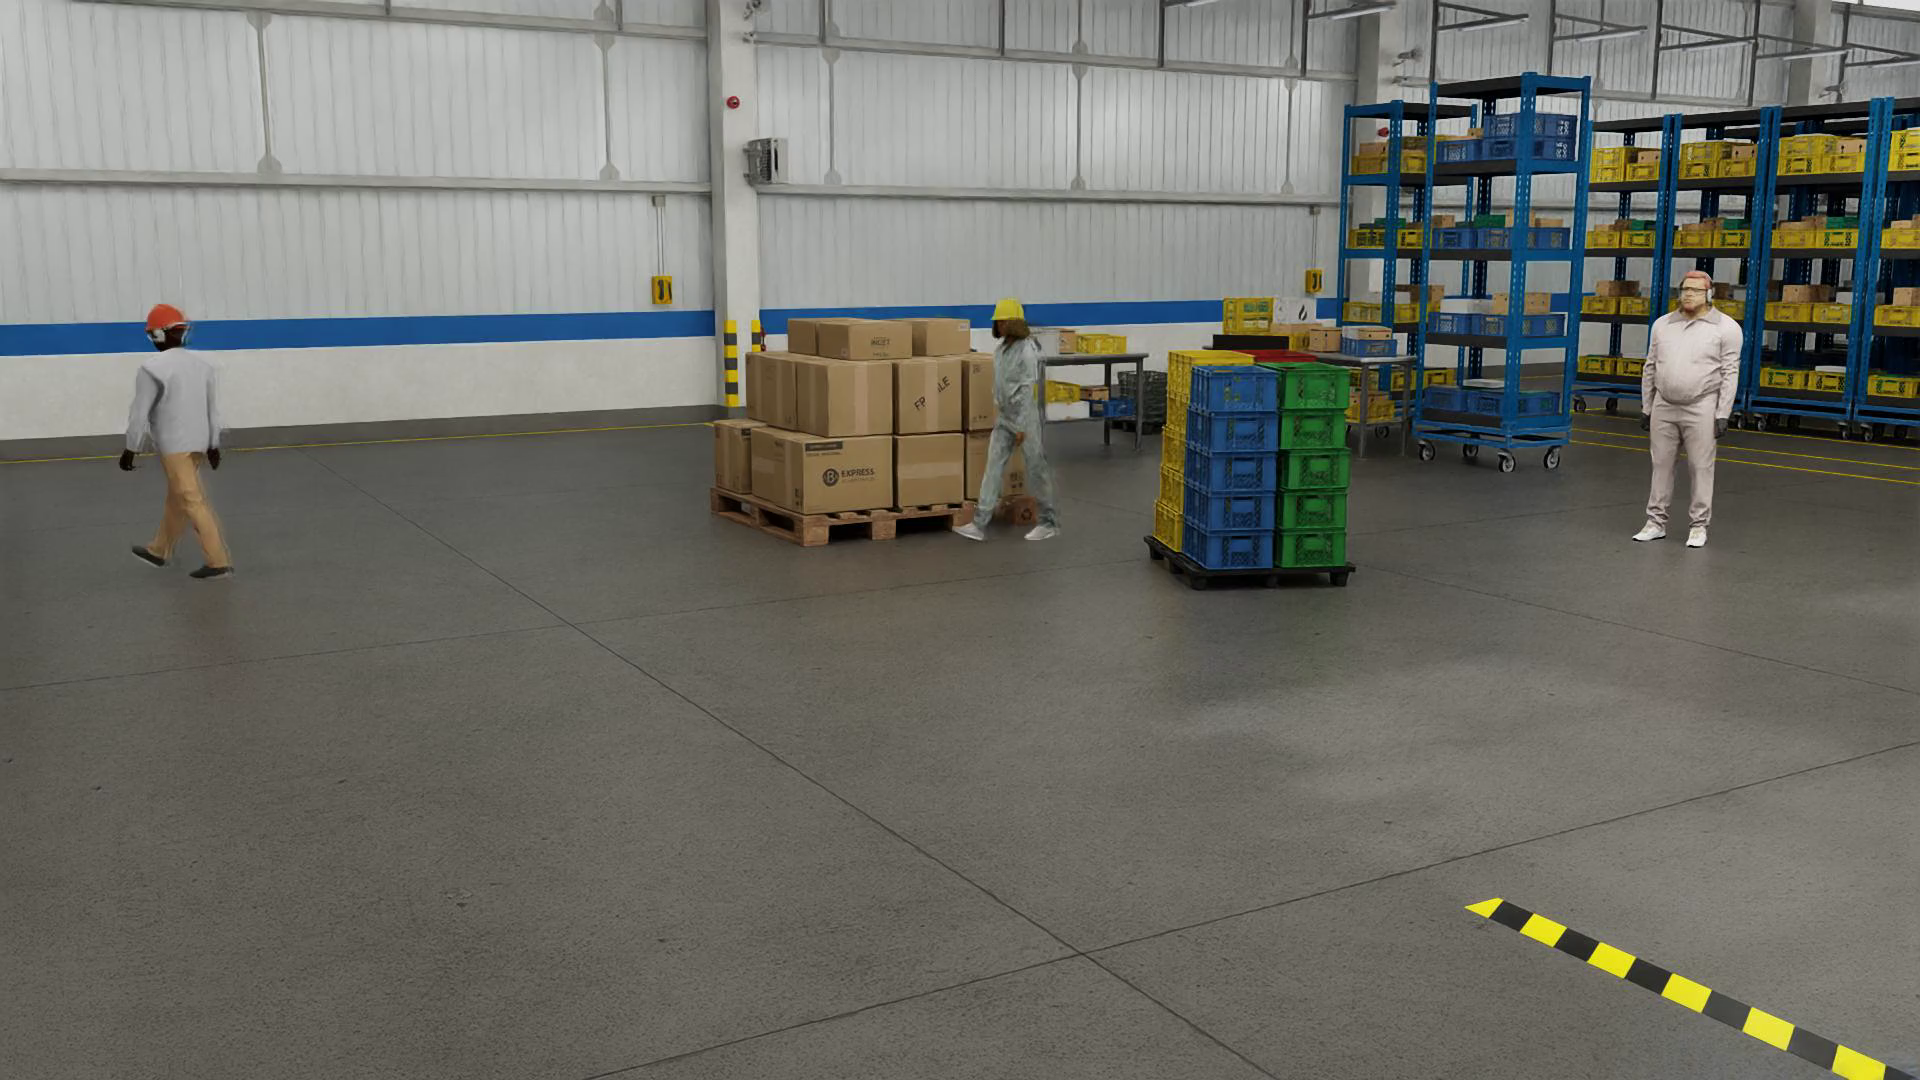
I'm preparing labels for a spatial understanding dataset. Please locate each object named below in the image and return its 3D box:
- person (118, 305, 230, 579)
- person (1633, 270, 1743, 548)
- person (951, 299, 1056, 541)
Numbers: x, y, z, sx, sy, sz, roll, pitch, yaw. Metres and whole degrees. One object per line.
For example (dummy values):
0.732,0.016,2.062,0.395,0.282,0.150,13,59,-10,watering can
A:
-4.972,-0.610,10.434,0.877,1.704,0.578,3,10,15,person
5.039,-0.909,11.564,0.641,1.913,0.407,10,14,43,person
0.344,-0.819,11.599,0.865,1.701,0.510,-7,12,-34,person
